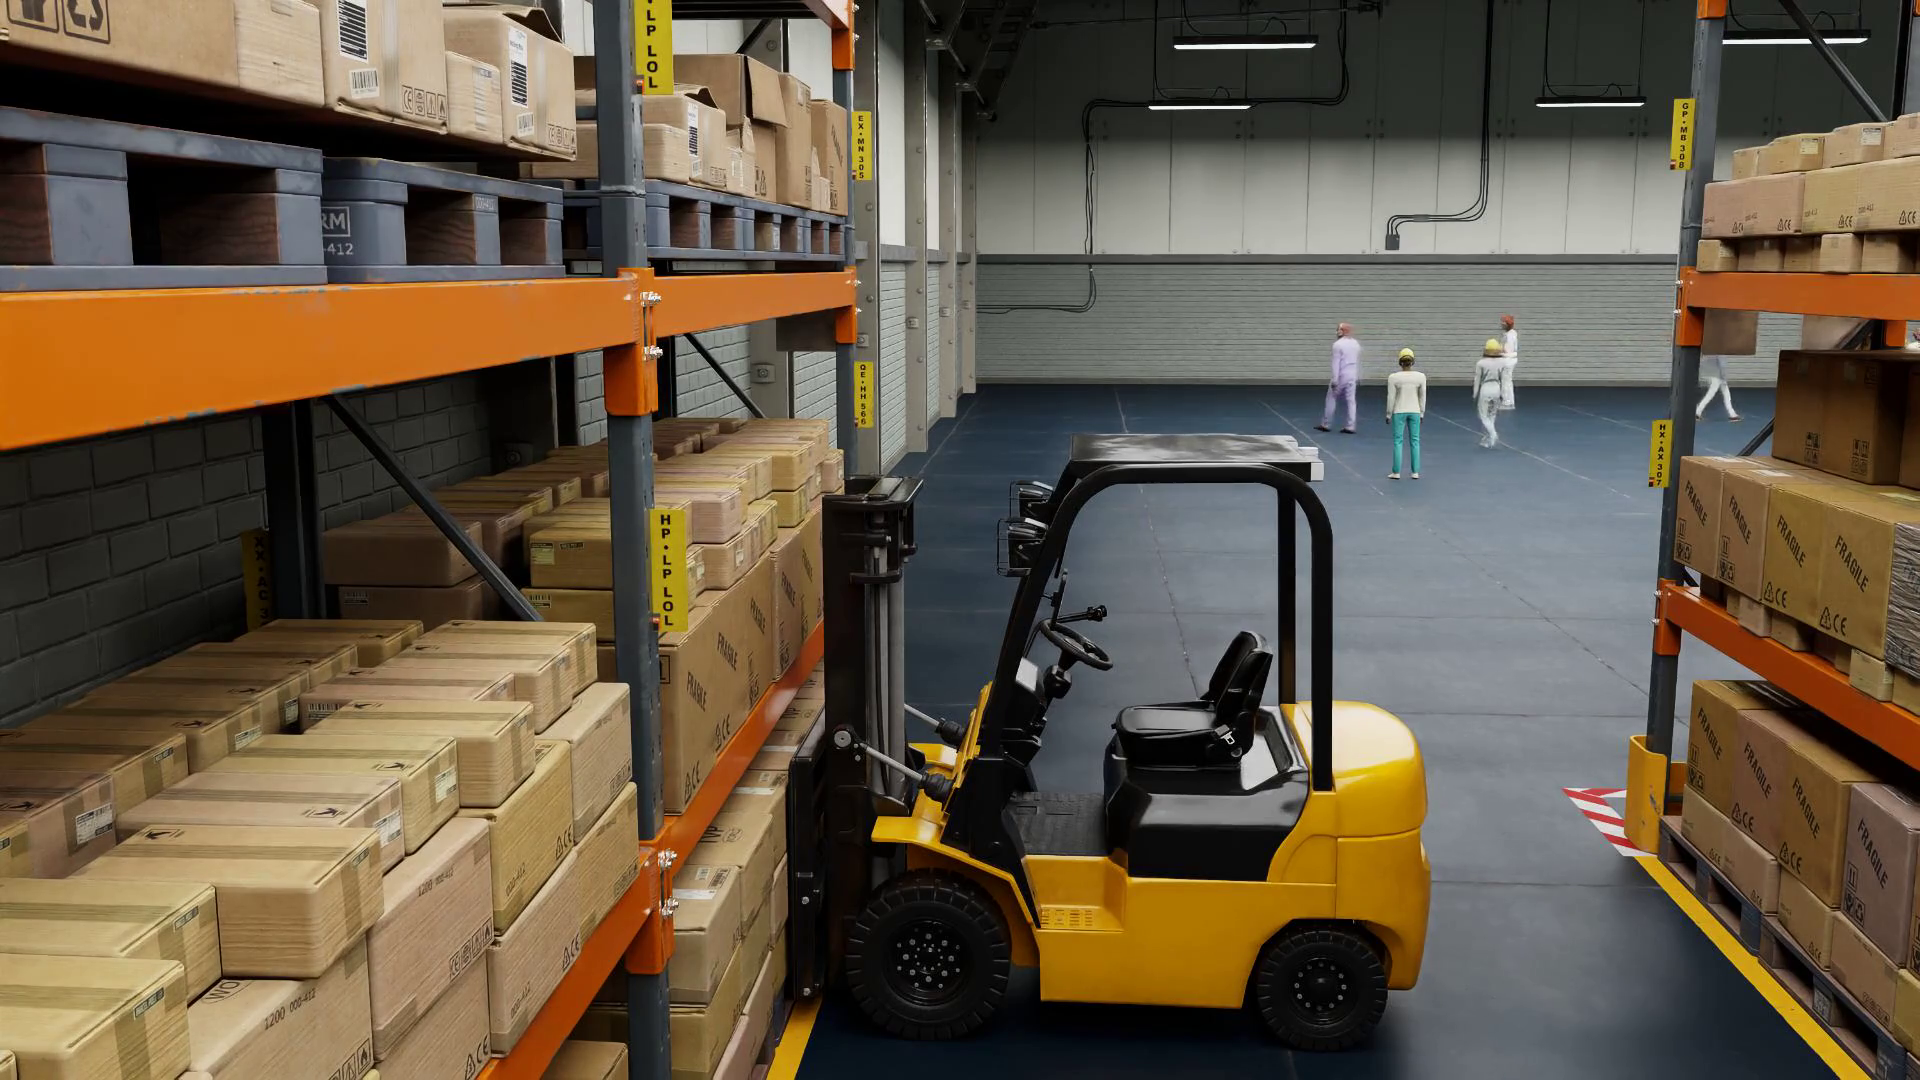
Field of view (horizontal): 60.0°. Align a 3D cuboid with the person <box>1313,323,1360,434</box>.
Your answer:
[{"bbox_3d":[6.472,-2.773,28.526,0.680,1.873,0.862,-7,11,-35],"label":"person"}]

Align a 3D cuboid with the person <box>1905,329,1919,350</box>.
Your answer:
[{"bbox_3d":[18.747,-3.325,32.641,0.528,1.625,0.369,0,9,-2],"label":"person"}]

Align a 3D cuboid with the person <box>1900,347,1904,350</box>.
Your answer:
[{"bbox_3d":[14.107,-2.192,25.198,0.591,1.821,0.412,1,9,6],"label":"person"}]

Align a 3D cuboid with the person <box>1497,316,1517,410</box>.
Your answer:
[{"bbox_3d":[10.910,-3.503,33.100,0.341,1.870,0.612,3,10,19],"label":"person"}]

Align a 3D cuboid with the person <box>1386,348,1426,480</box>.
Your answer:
[{"bbox_3d":[5.972,-1.684,22.302,0.522,1.760,0.330,0,9,-1],"label":"person"}]

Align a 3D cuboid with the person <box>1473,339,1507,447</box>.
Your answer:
[{"bbox_3d":[8.318,-2.286,26.050,0.494,1.719,0.661,-1,9,-4],"label":"person"}]

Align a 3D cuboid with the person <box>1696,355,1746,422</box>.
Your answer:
[{"bbox_3d":[13.970,-2.962,30.543,0.881,1.584,0.515,4,10,24],"label":"person"}]
